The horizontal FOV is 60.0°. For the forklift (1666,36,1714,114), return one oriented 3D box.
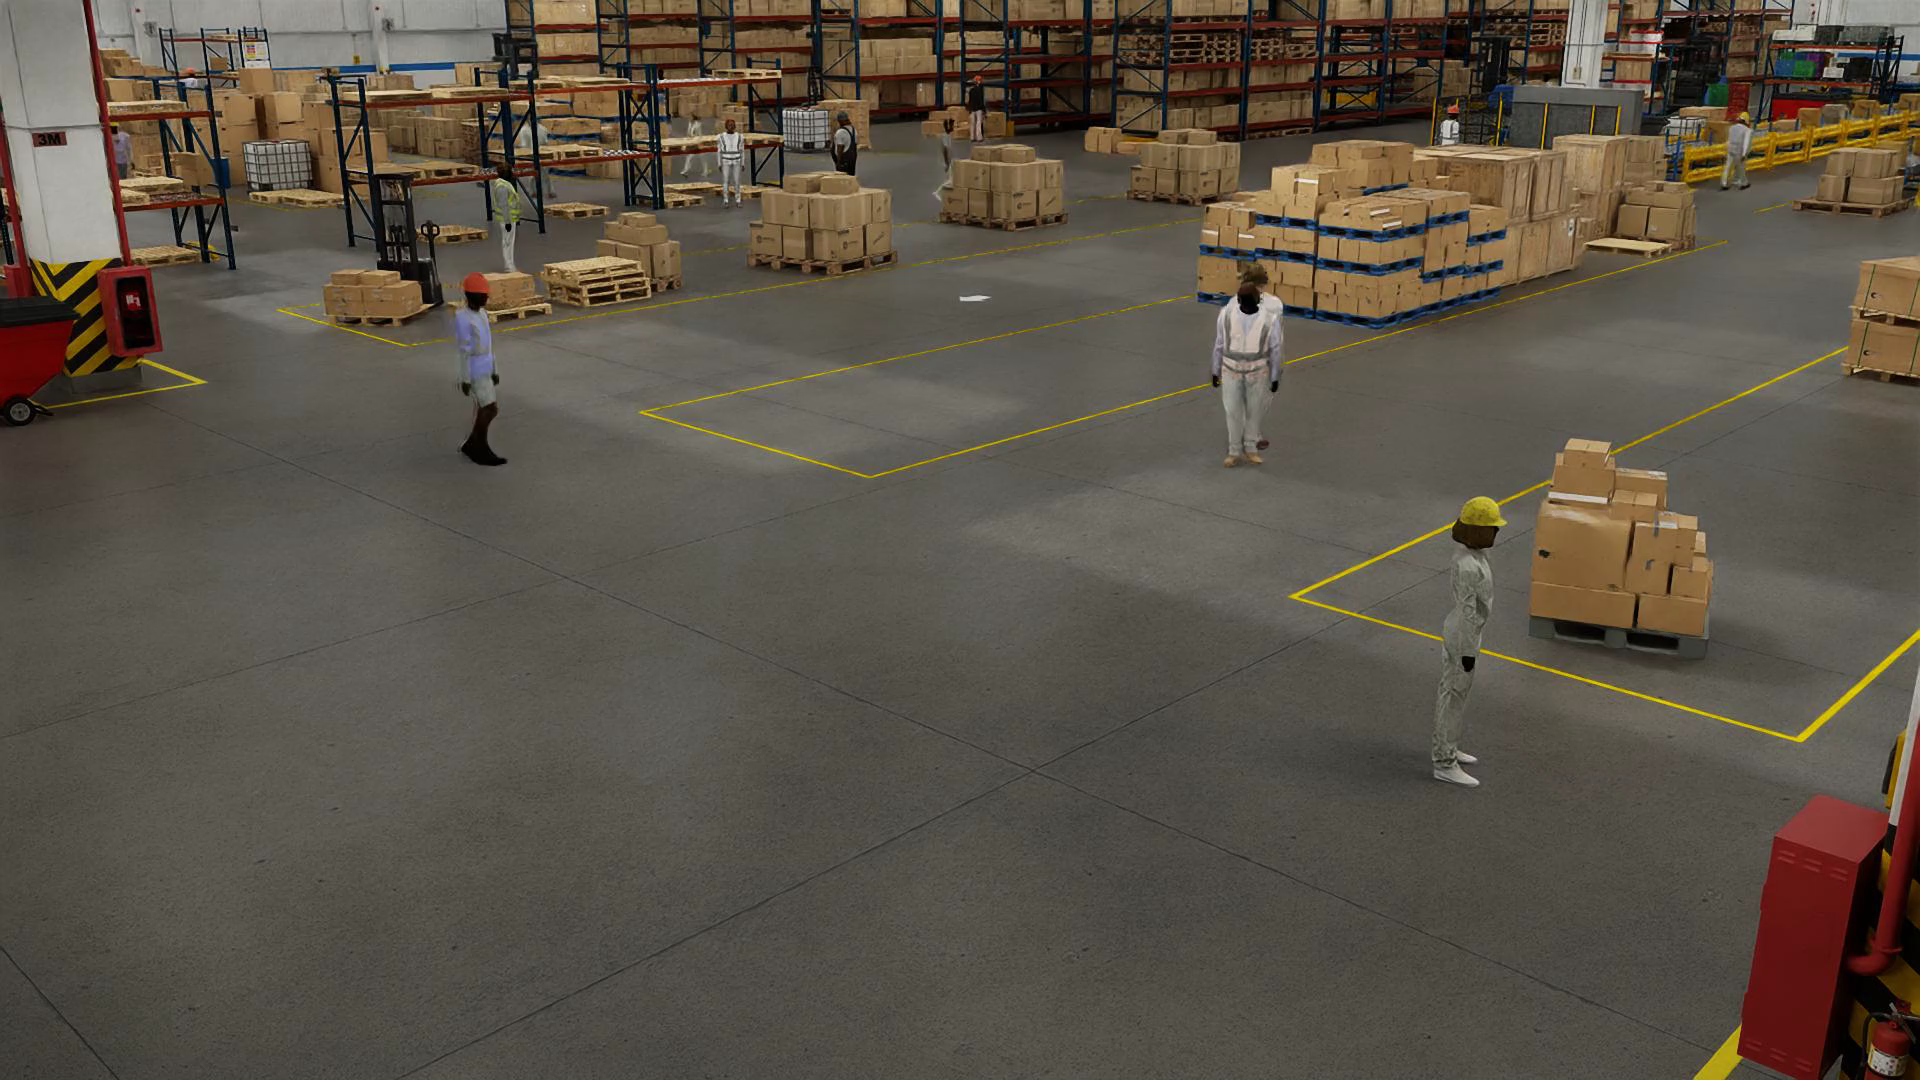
[{"bbox_3d":[27.341,-17.291,61.877,1.129,2.768,1.873,17,25,41],"label":"forklift"}]

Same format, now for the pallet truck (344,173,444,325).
[{"bbox_3d":[-8.209,-4.181,23.757,0.823,1.965,1.885,3,19,9],"label":"pallet truck"}]

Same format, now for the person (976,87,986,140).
[{"bbox_3d":[0.561,-13.076,51.057,0.559,1.663,0.572,-12,22,-32],"label":"person"}]

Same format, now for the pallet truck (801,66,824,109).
[{"bbox_3d":[-4.812,-15.182,56.903,0.823,1.965,1.885,-9,21,-26],"label":"pallet truck"}]

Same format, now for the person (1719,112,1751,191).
[{"bbox_3d":[18.122,-9.033,38.715,0.921,1.785,0.603,-11,21,-30],"label":"person"}]

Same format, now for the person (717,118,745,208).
[{"bbox_3d":[-4.901,-8.069,35.648,0.579,1.884,0.352,-5,19,-16],"label":"person"}]

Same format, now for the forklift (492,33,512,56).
[{"bbox_3d":[-18.164,-18.751,66.277,1.129,2.768,1.873,17,25,41],"label":"forklift"}]

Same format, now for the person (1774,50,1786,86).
[{"bbox_3d":[39.401,-22.682,79.866,0.545,1.754,0.364,16,24,40],"label":"person"}]

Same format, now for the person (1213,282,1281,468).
[{"bbox_3d":[2.806,-1.624,16.319,0.649,1.828,0.454,5,19,14],"label":"person"}]

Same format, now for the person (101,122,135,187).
[{"bbox_3d":[-18.145,-8.162,35.911,0.596,1.901,0.583,17,25,41],"label":"person"}]

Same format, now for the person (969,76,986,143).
[{"bbox_3d":[0.533,-13.133,50.732,0.378,1.996,0.610,-15,24,-38],"label":"person"}]

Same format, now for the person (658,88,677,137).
[{"bbox_3d":[-9.471,-13.590,52.733,0.855,1.604,0.516,-2,18,-5],"label":"person"}]

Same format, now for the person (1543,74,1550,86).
[{"bbox_3d":[20.450,-15.525,58.439,0.752,1.661,0.546,7,20,19],"label":"person"}]

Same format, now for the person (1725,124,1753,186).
[{"bbox_3d":[18.655,-9.302,39.834,0.502,1.589,0.871,17,25,42],"label":"person"}]

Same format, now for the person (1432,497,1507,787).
[{"bbox_3d":[2.996,0.581,9.809,0.294,1.744,0.487,5,19,15],"label":"person"}]

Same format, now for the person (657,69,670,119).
[{"bbox_3d":[-10.096,-15.024,56.567,0.589,1.912,0.391,14,23,36],"label":"person"}]

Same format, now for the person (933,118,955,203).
[{"bbox_3d":[-0.287,-8.193,36.068,0.487,1.856,0.559,3,19,9],"label":"person"}]

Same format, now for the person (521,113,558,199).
[{"bbox_3d":[-9.366,-8.535,37.027,0.656,1.898,0.915,-13,23,-35],"label":"person"}]

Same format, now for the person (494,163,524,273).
[{"bbox_3d":[-7.352,-5.218,27.126,0.429,1.842,0.635,-4,19,-11],"label":"person"}]

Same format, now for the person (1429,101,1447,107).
[{"bbox_3d":[19.004,-18.042,65.714,1.028,1.869,0.552,-15,24,-38],"label":"person"}]

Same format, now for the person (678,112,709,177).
[{"bbox_3d":[-6.622,-9.827,41.384,0.534,1.587,0.889,16,24,40],"label":"person"}]

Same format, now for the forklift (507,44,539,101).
[{"bbox_3d":[-13.992,-14.562,53.656,1.873,2.768,1.129,17,25,41],"label":"forklift"}]

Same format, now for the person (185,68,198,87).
[{"bbox_3d":[-26.280,-15.252,57.242,0.578,1.908,0.808,6,19,19],"label":"person"}]

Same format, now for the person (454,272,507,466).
[{"bbox_3d":[-4.667,-1.649,16.240,0.402,1.923,0.573,2,18,5],"label":"person"}]

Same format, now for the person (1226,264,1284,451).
[{"bbox_3d":[2.930,-1.799,16.720,0.679,1.909,0.562,16,24,40],"label":"person"}]

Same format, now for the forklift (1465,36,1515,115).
[{"bbox_3d":[19.973,-17.201,61.605,1.873,2.768,1.129,16,24,40],"label":"forklift"}]

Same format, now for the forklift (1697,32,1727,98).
[{"bbox_3d":[30.630,-19.346,68.067,1.129,2.768,1.873,17,25,41],"label":"forklift"}]

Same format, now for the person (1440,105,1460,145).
[{"bbox_3d":[11.441,-9.156,38.842,0.358,1.938,0.542,-9,21,-26],"label":"person"}]

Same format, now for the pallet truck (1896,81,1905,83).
[{"bbox_3d":[34.802,-16.331,61.455,0.653,1.274,1.630,17,25,41],"label":"pallet truck"}]

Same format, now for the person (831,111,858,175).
[{"bbox_3d":[-2.508,-8.195,35.783,0.536,2.000,0.683,10,21,27],"label":"person"}]
